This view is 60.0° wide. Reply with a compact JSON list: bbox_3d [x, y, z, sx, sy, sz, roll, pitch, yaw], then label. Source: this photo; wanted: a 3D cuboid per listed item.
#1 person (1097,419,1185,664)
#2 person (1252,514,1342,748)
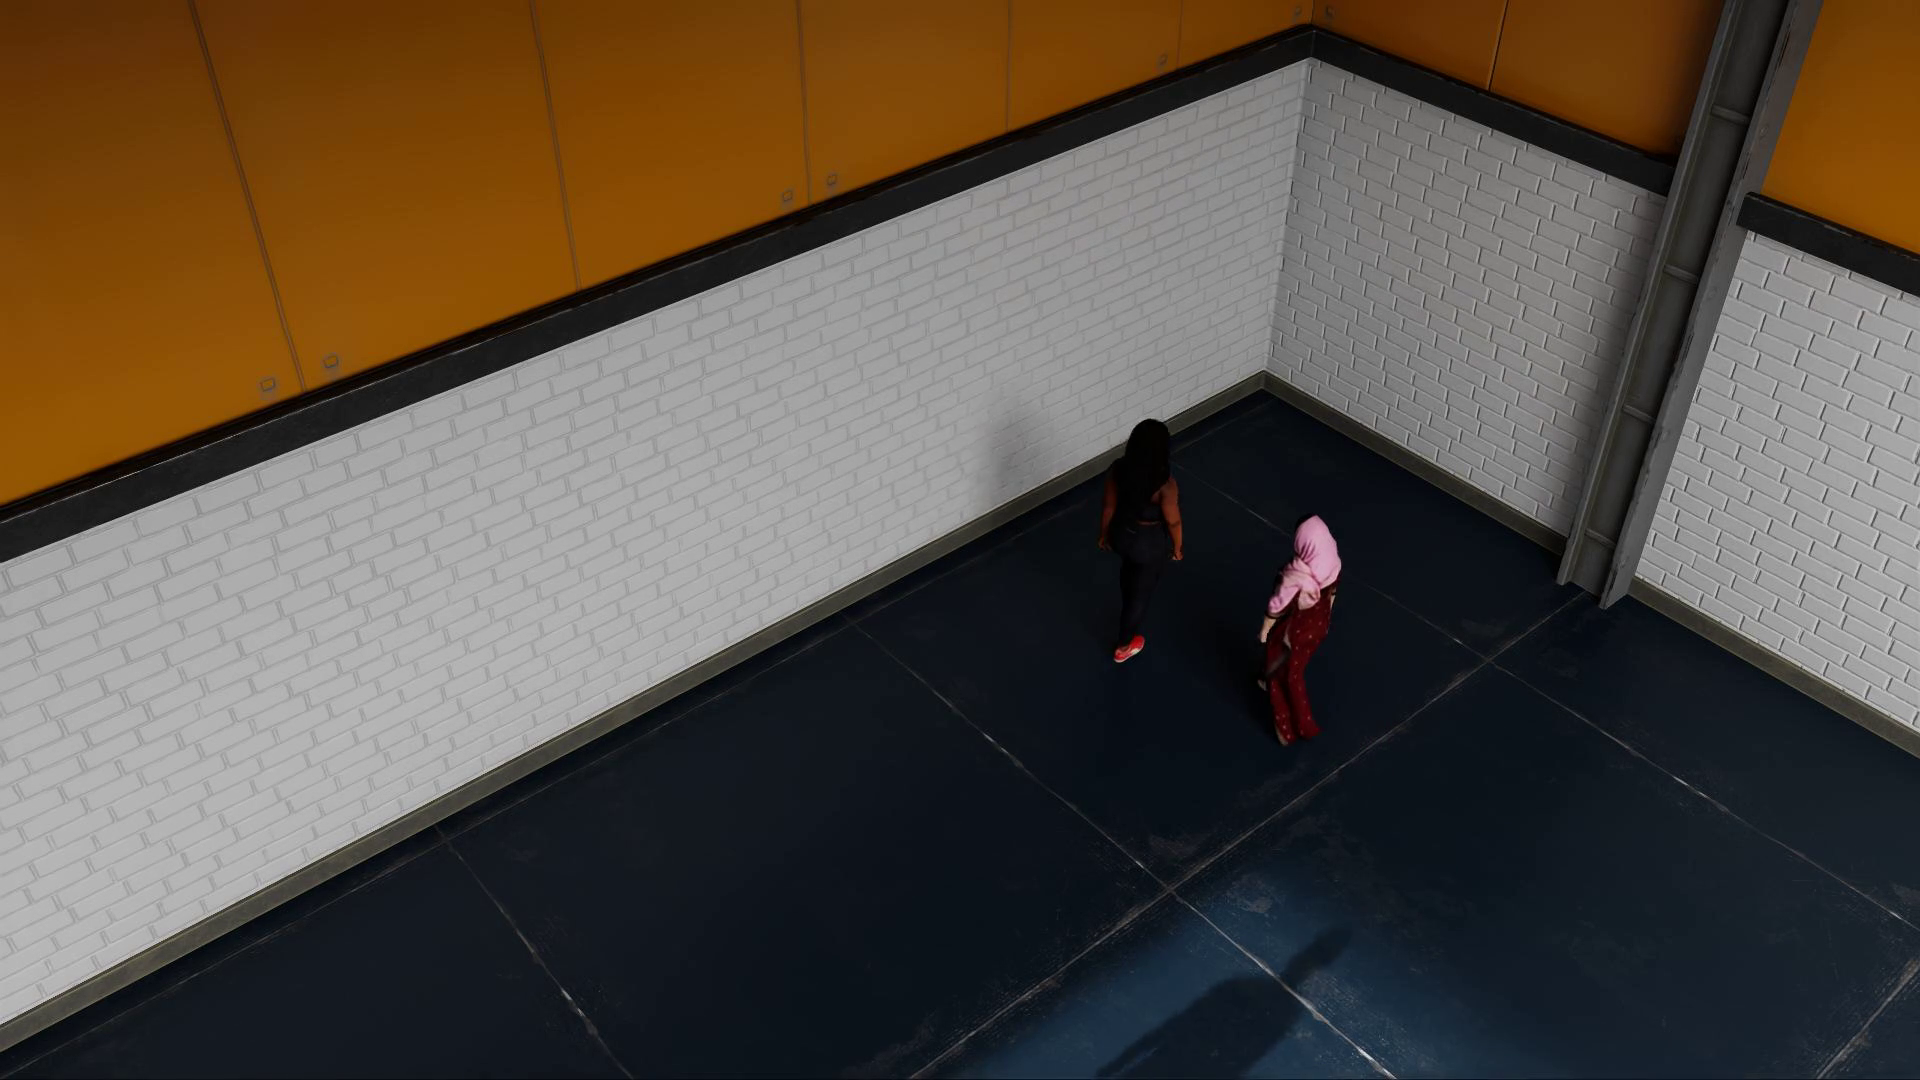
[{"bbox_3d":[1.080,0.055,10.487,0.758,1.803,0.813,28,46,30],"label":"person"},{"bbox_3d":[2.066,0.552,10.015,0.757,1.614,0.980,-20,43,-23],"label":"person"}]
